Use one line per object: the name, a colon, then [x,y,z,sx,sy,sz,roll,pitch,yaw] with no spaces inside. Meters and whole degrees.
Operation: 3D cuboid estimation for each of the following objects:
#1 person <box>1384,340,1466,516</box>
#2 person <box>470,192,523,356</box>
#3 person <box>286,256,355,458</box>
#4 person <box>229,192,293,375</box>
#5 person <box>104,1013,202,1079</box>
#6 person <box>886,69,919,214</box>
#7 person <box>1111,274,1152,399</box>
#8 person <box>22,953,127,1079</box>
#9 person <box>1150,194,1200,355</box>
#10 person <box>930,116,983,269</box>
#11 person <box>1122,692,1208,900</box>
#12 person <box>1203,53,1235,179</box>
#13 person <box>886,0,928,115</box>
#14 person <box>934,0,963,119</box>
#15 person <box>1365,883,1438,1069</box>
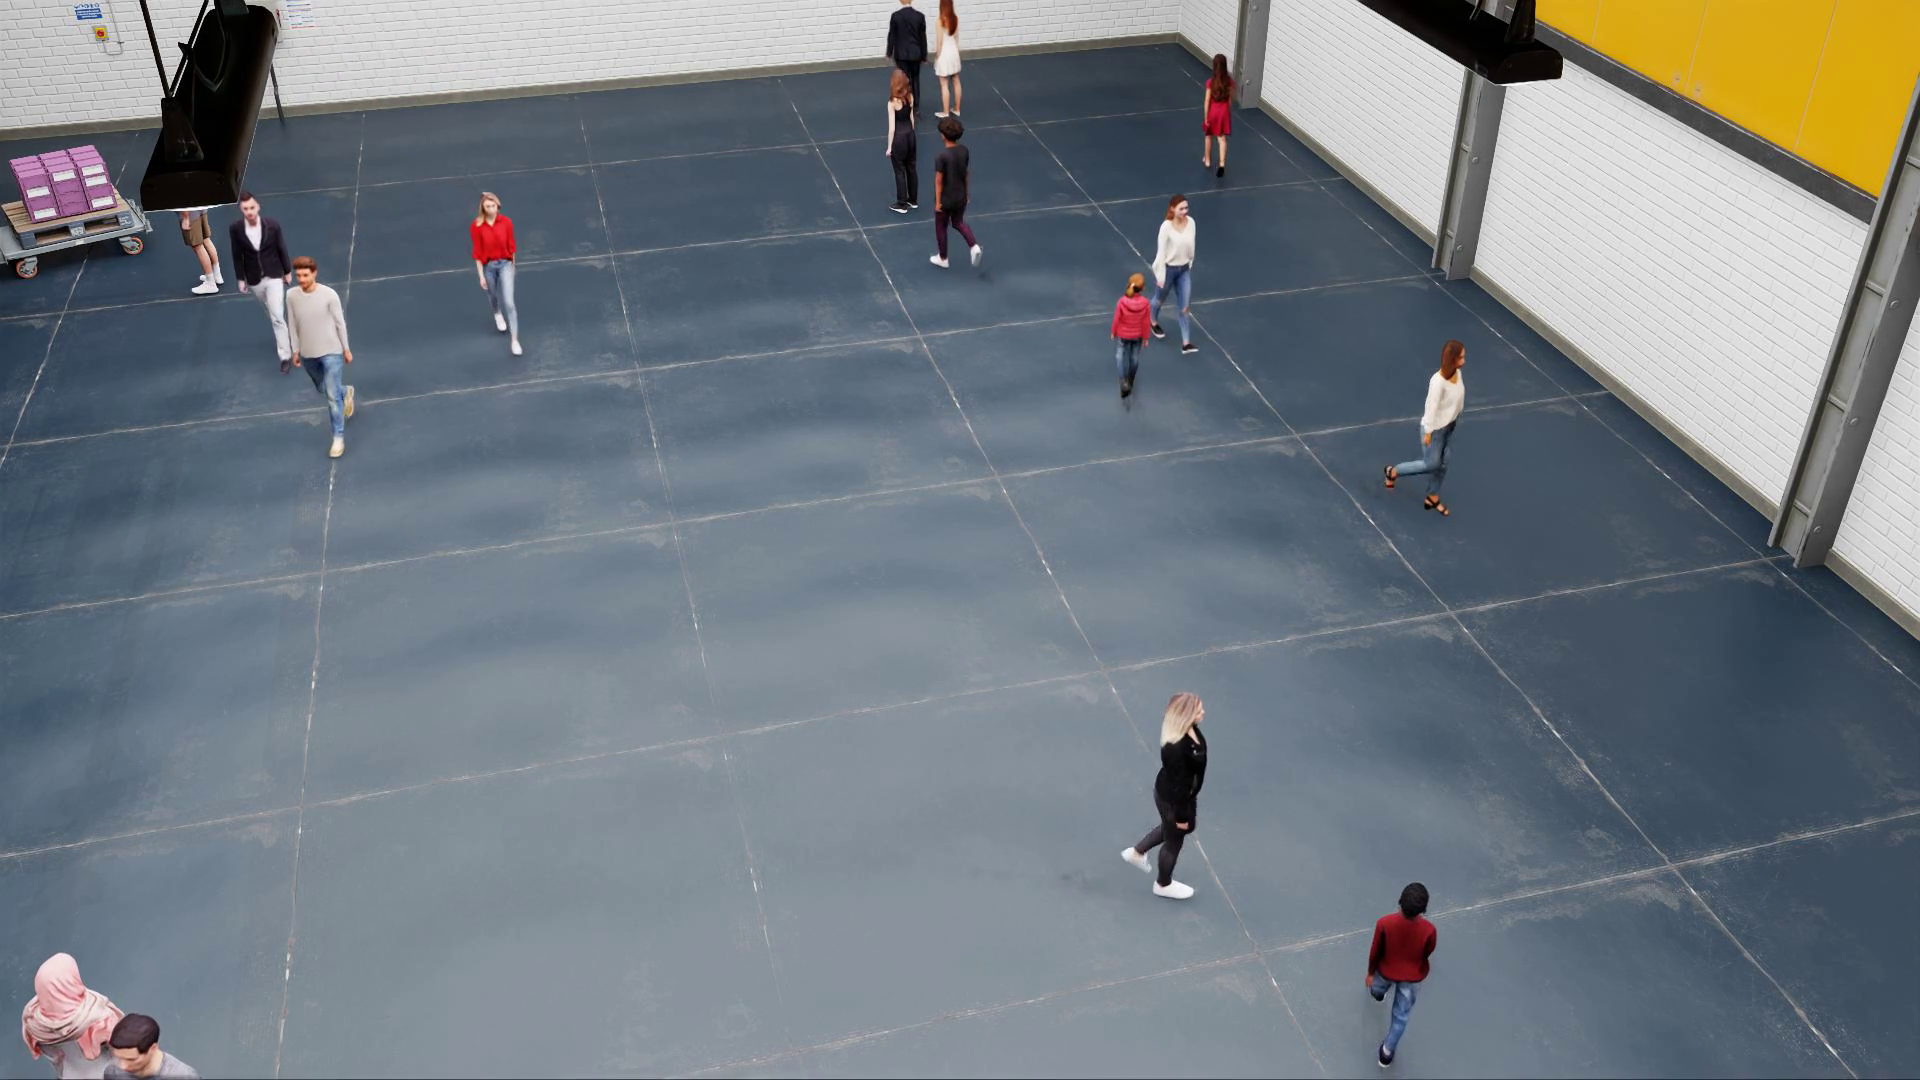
person: [4.098,-1.001,14.510,0.990,1.666,0.893,24,40,31]
person: [-4.824,-2.817,17.244,0.721,1.665,1.172,-13,36,-19]
person: [-5.928,-1.785,15.498,0.900,1.877,1.247,0,34,1]
person: [-7.066,-2.694,16.932,0.718,1.804,1.210,-6,34,-9]
person: [-3.885,3.017,8.279,0.731,1.873,0.698,4,34,6]
person: [-0.689,-4.855,20.240,0.664,1.743,0.671,-28,43,-35]
person: [1.672,-1.979,16.308,0.625,1.305,0.796,-3,34,-4]
person: [-4.459,2.821,8.636,0.679,1.804,0.673,0,34,0]
person: [2.155,-2.777,17.205,0.758,1.641,1.141,-13,36,-19]
person: [-0.053,-3.869,18.735,0.869,1.766,1.020,-28,43,-35]
person: [1.275,1.626,10.551,0.824,1.674,0.781,5,34,8]
person: [3.317,-5.408,21.266,0.686,1.526,1.064,-1,34,-1]
person: [-0.709,-6.646,22.898,0.732,1.782,0.888,-6,34,-9]
person: [-0.162,-6.709,23.057,0.636,1.711,0.651,-24,40,-31]
person: [2.536,2.528,9.595,0.793,1.230,0.944,9,35,13]
